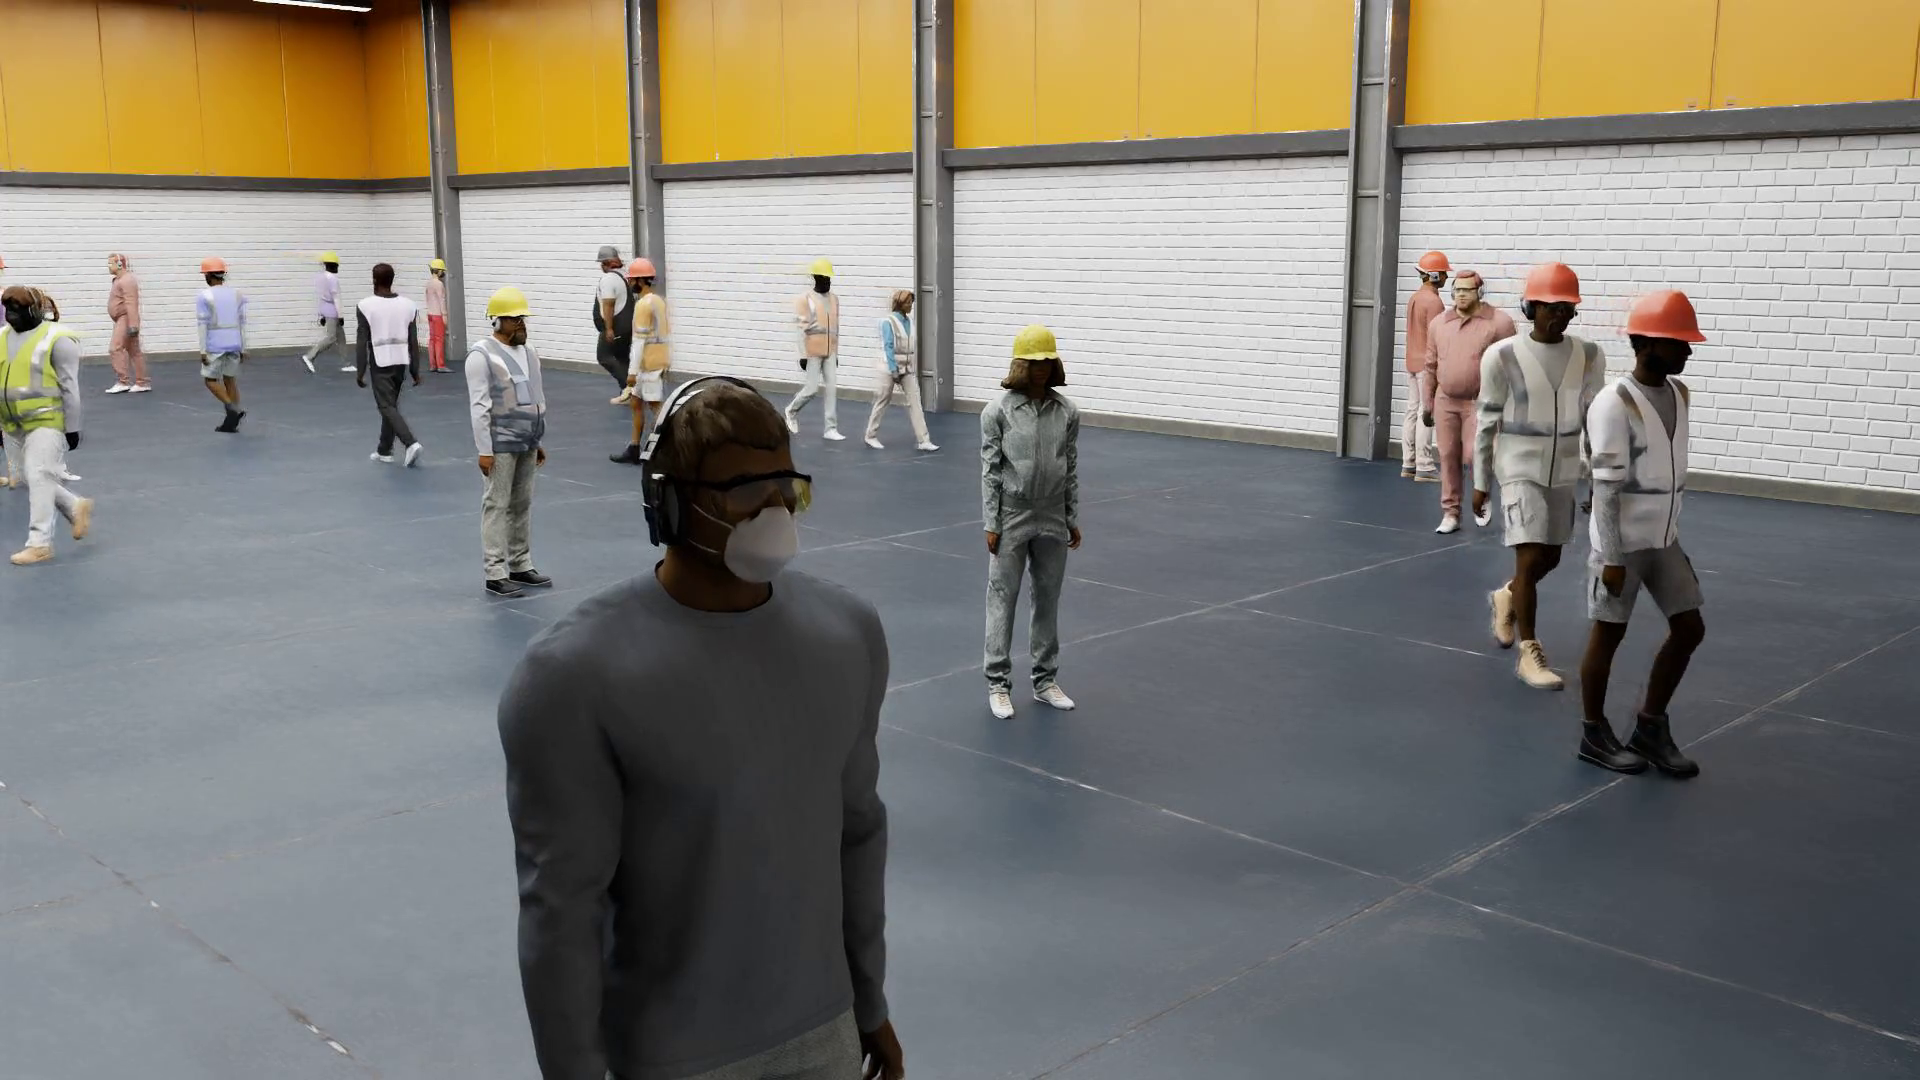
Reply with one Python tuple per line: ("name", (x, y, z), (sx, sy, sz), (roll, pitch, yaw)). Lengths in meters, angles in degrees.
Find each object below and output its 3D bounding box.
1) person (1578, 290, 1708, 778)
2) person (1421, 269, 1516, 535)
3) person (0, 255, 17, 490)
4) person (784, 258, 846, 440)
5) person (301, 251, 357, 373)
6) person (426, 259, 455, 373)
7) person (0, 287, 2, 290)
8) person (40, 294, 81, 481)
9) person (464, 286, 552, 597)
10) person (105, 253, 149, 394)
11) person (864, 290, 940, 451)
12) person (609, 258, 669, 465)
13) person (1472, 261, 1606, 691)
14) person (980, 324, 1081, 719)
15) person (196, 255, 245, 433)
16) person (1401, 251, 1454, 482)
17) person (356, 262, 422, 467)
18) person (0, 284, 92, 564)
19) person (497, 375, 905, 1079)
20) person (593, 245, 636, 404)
("person", (2.697, 0.003, 6.450), (0.582, 1.918, 0.611), (-7, 12, -32))
("person", (3.611, -0.981, 11.888), (0.672, 1.893, 0.454), (8, 13, 38))
("person", (-8.093, -1.435, 13.958), (0.605, 2.045, 0.378), (2, 11, 8))
("person", (-1.521, -1.997, 17.427), (0.695, 1.907, 0.586), (10, 14, 43))
("person", (-9.825, -3.540, 25.850), (0.864, 1.904, 0.593), (-7, 13, -34))
("person", (-8.114, -3.480, 25.893), (0.327, 1.761, 0.522), (-9, 14, -40))
("person", (-9.897, -1.806, 17.112), (0.476, 1.621, 0.550), (-3, 11, -14))
("person", (-7.843, -1.293, 14.304), (0.265, 1.632, 0.508), (2, 11, 12))
("person", (-2.670, -0.589, 9.920), (0.404, 1.832, 0.592), (4, 11, 21))
("person", (-11.356, -2.910, 22.418), (0.688, 1.884, 0.681), (-6, 12, -29))
("person", (-0.624, -1.676, 16.506), (0.851, 1.596, 0.517), (9, 14, 40))
("person", (-2.979, -1.605, 15.229), (0.780, 1.913, 0.571), (0, 10, 2))
("person", (2.782, -0.344, 8.103), (0.622, 2.022, 0.889), (-1, 10, -7))
("person", (0.325, -0.083, 7.409), (0.484, 1.744, 0.295), (-5, 11, -25))
("person", (-7.899, -2.085, 17.861), (0.528, 1.922, 0.545), (7, 13, 34))
("person", (4.074, -1.508, 14.494), (0.375, 1.995, 0.611), (-1, 10, -7))
("person", (-5.291, -1.631, 15.467), (0.903, 1.885, 0.598), (8, 13, 38))
("person", (-6.087, -0.785, 11.028), (0.635, 1.819, 0.733), (3, 11, 15))
("person", (-0.336, 0.731, 2.437), (0.632, 1.940, 0.372), (-10, 14, -43))
("person", (-4.331, -2.701, 20.875), (0.550, 2.000, 0.740), (3, 11, 15))
